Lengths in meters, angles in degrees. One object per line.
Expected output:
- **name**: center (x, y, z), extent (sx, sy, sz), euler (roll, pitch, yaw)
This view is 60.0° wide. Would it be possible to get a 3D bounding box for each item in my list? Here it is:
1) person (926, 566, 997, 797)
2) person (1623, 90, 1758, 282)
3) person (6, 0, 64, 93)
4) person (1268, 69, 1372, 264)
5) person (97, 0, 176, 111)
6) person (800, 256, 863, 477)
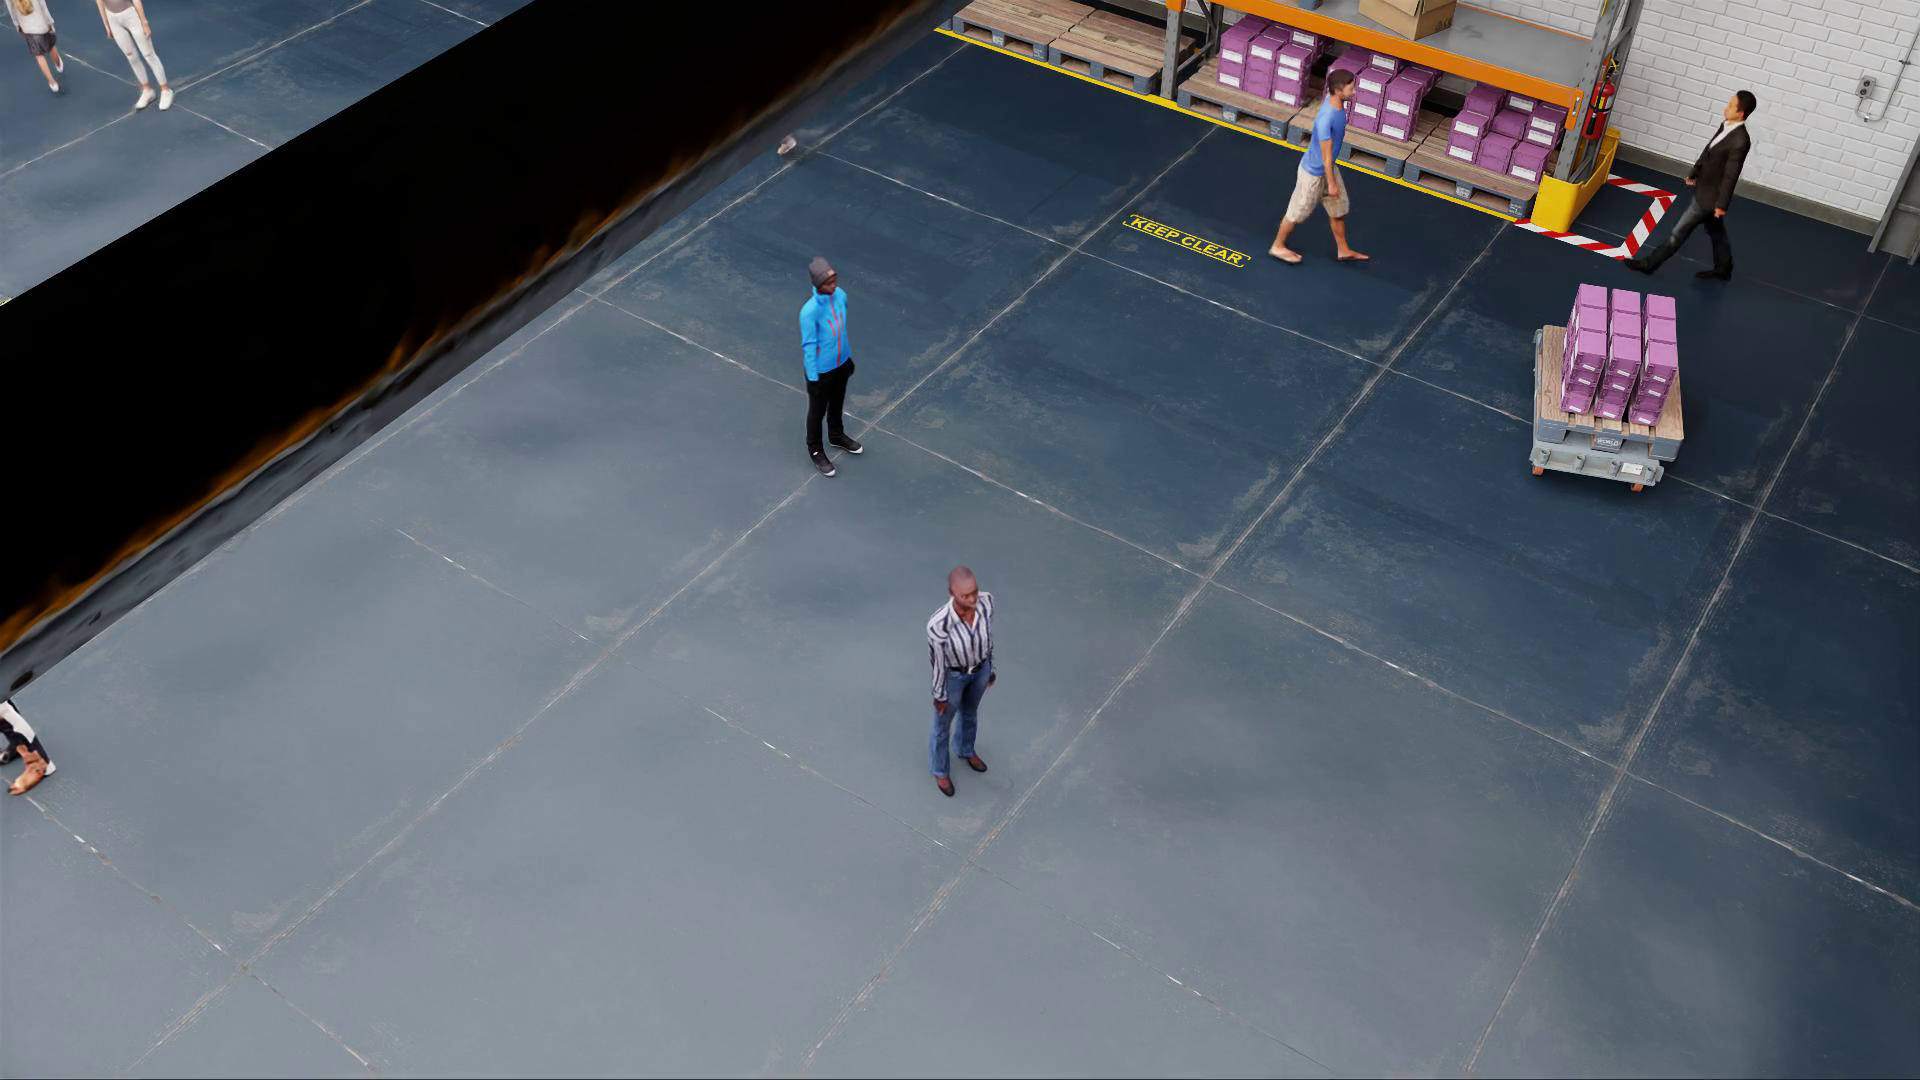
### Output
- **person**: center (0.003, 0.819, 9.964), extent (0.678, 1.794, 0.643), euler (-29, 51, -27)
- **person**: center (6.370, -2.892, 13.886), extent (1.258, 1.758, 0.992), euler (10, 44, 10)
- **person**: center (-9.204, -5.083, 16.557), extent (0.769, 1.246, 0.953), euler (-20, 47, -19)
- **person**: center (2.952, -3.148, 14.102), extent (1.124, 1.830, 0.726), euler (21, 47, 20)
- **person**: center (-8.079, -5.031, 16.160), extent (0.609, 1.718, 0.716), euler (2, 44, 2)
- **person**: center (-0.979, -1.305, 12.193), extent (0.521, 1.794, 0.611), euler (27, 50, 26)
